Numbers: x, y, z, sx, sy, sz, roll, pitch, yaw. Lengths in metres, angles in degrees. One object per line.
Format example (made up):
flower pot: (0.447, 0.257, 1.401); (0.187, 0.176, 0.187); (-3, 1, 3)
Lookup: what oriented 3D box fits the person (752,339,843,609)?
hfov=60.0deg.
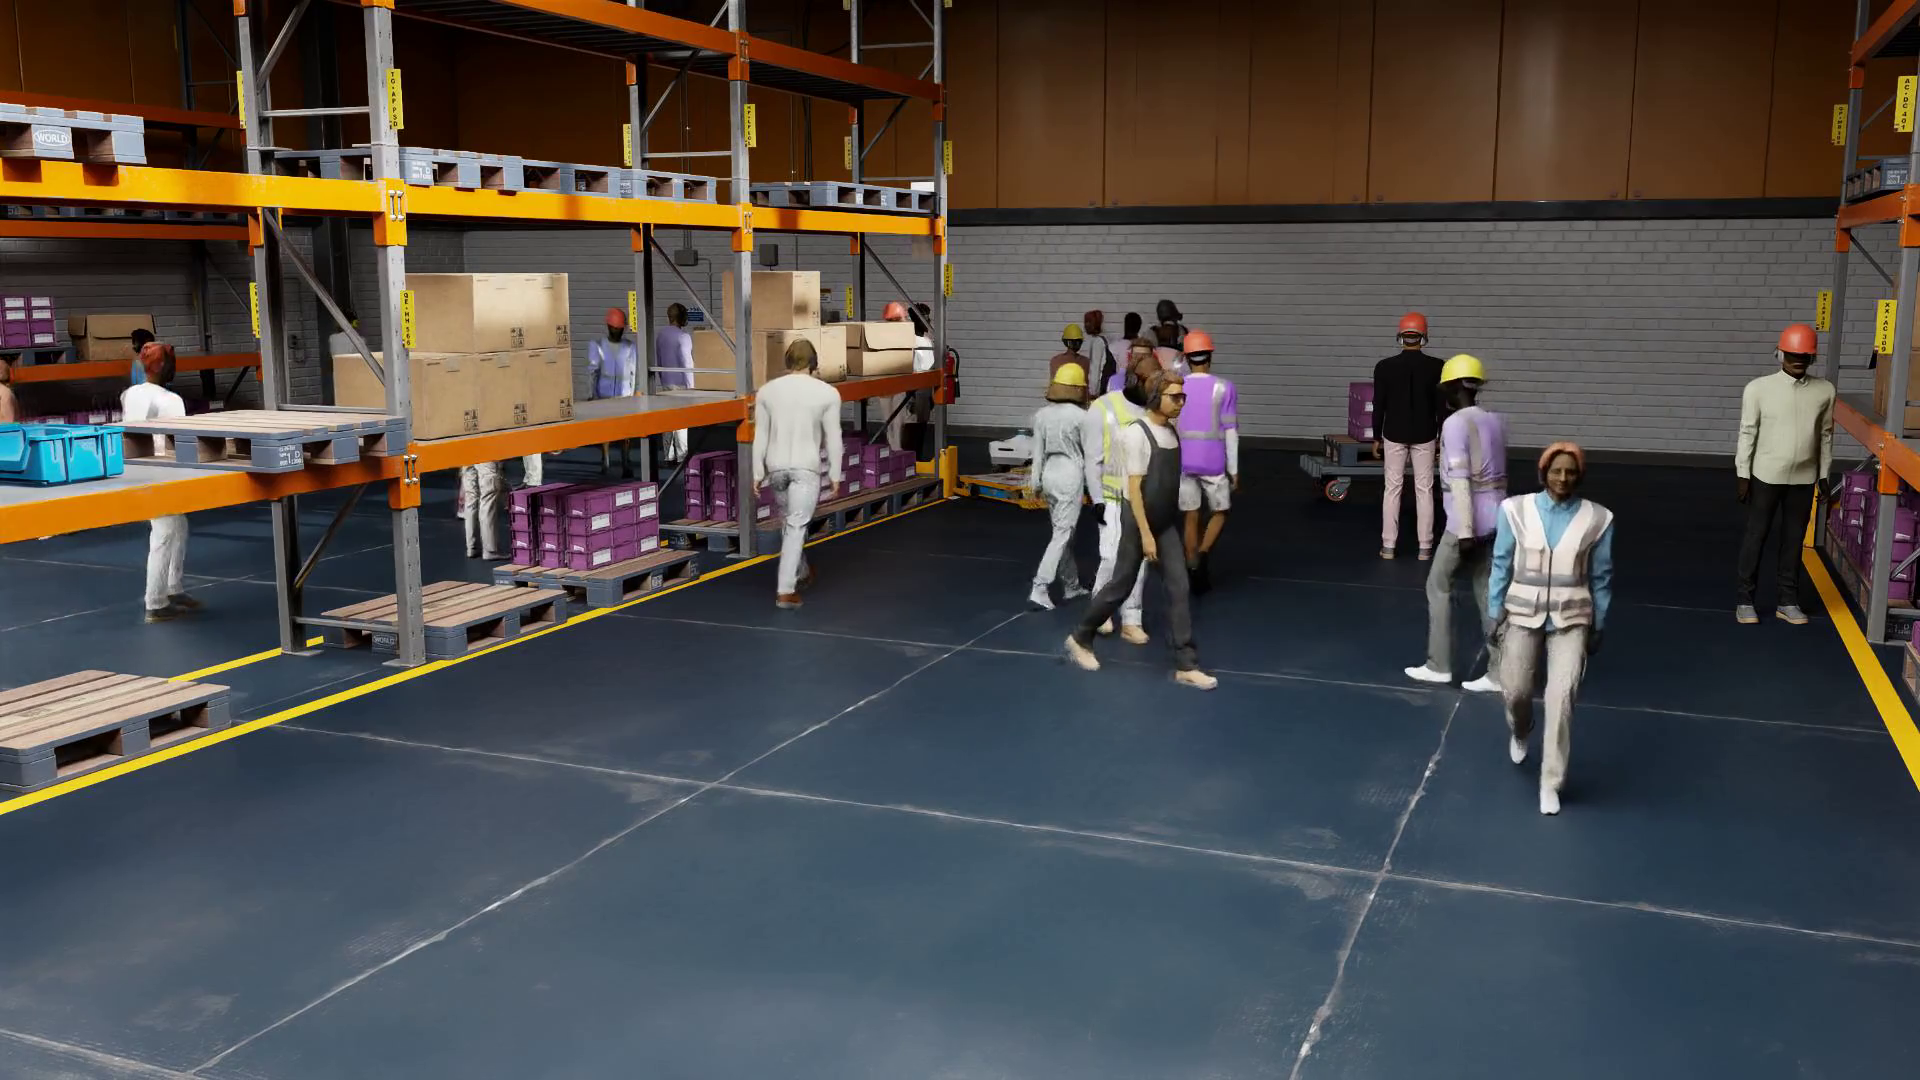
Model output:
person: (-1.149, -0.479, 11.746); (0.644, 1.865, 1.105); (3, 10, 16)

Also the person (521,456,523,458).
person: (-4.932, -1.456, 18.156); (0.544, 1.675, 0.660); (9, 13, 44)

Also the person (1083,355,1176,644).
person: (1.070, -0.245, 10.399); (0.648, 1.821, 0.443); (-3, 10, -20)

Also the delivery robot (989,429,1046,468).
delivery robot: (0.684, -0.979, 18.384); (0.707, 0.478, 0.477); (4, 10, 25)

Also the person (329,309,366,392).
person: (-7.644, -1.968, 20.806); (0.548, 1.861, 0.673); (1, 9, 4)

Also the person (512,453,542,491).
person: (-4.527, -1.383, 17.260); (0.404, 1.828, 0.600); (-3, 10, -19)

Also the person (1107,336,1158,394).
person: (1.462, -0.744, 13.428); (0.572, 1.812, 0.917); (3, 10, 20)

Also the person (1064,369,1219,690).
person: (1.024, -0.080, 9.482); (0.975, 1.803, 0.505); (9, 13, 44)

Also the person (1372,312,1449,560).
person: (3.629, -0.831, 13.413); (0.609, 1.996, 0.378); (3, 10, 17)

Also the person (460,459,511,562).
person: (-3.834, -0.645, 13.395); (0.529, 1.631, 0.359); (6, 11, 33)

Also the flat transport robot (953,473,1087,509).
flat transport robot: (0.584, -0.510, 16.681); (0.652, 0.197, 1.431); (-6, 11, -32)

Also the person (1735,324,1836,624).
person: (5.440, -0.425, 10.962); (0.621, 1.989, 0.398); (0, 9, 1)

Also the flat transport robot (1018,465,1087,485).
flat transport robot: (1.139, -0.696, 17.809); (0.652, 0.197, 1.431); (7, 12, 38)

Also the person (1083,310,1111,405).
person: (1.655, -1.732, 19.290); (0.541, 1.854, 0.659); (2, 10, 13)

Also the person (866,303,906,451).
person: (-0.762, -1.633, 18.442); (0.626, 1.975, 0.769); (3, 10, 18)

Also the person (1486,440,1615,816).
person: (2.612, 0.350, 7.381); (0.521, 1.618, 0.647); (4, 10, 21)

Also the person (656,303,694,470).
person: (-3.285, -1.786, 19.373); (0.363, 1.939, 0.636); (-8, 13, -41)

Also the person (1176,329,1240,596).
person: (1.717, -0.541, 11.878); (0.580, 1.922, 0.462); (4, 10, 23)

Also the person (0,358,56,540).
person: (-8.113, -0.762, 14.205); (0.818, 1.595, 0.528); (-6, 11, -33)

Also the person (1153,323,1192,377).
person: (2.019, -1.243, 16.481); (0.631, 1.808, 0.877); (8, 12, 40)

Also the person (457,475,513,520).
person: (-4.385, -1.137, 15.650); (0.935, 1.863, 0.681); (-9, 13, -44)

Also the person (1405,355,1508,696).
person: (2.846, -0.086, 9.281); (0.615, 1.862, 0.759); (-8, 12, -41)

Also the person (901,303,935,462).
person: (-0.452, -1.621, 18.292); (0.367, 1.966, 0.607); (4, 10, 22)

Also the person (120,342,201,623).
person: (-5.262, -0.390, 11.121); (0.621, 1.864, 0.618); (6, 11, 34)

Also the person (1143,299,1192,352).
person: (2.448, -1.828, 19.319); (0.699, 2.000, 0.538); (-4, 10, -21)

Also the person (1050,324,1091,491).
person: (1.164, -1.372, 17.387); (0.523, 1.769, 0.316); (-7, 11, -35)

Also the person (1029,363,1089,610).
person: (0.695, -0.378, 11.584); (0.486, 1.710, 0.820); (9, 13, 42)

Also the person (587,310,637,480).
person: (-3.875, -1.616, 18.534); (0.599, 1.868, 1.049); (-4, 10, -21)

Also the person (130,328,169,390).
person: (-8.741, -1.434, 17.957); (0.539, 1.698, 0.319); (6, 11, 32)

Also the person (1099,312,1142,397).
person: (1.832, -1.466, 17.666); (0.651, 1.881, 0.820); (-4, 10, -22)
